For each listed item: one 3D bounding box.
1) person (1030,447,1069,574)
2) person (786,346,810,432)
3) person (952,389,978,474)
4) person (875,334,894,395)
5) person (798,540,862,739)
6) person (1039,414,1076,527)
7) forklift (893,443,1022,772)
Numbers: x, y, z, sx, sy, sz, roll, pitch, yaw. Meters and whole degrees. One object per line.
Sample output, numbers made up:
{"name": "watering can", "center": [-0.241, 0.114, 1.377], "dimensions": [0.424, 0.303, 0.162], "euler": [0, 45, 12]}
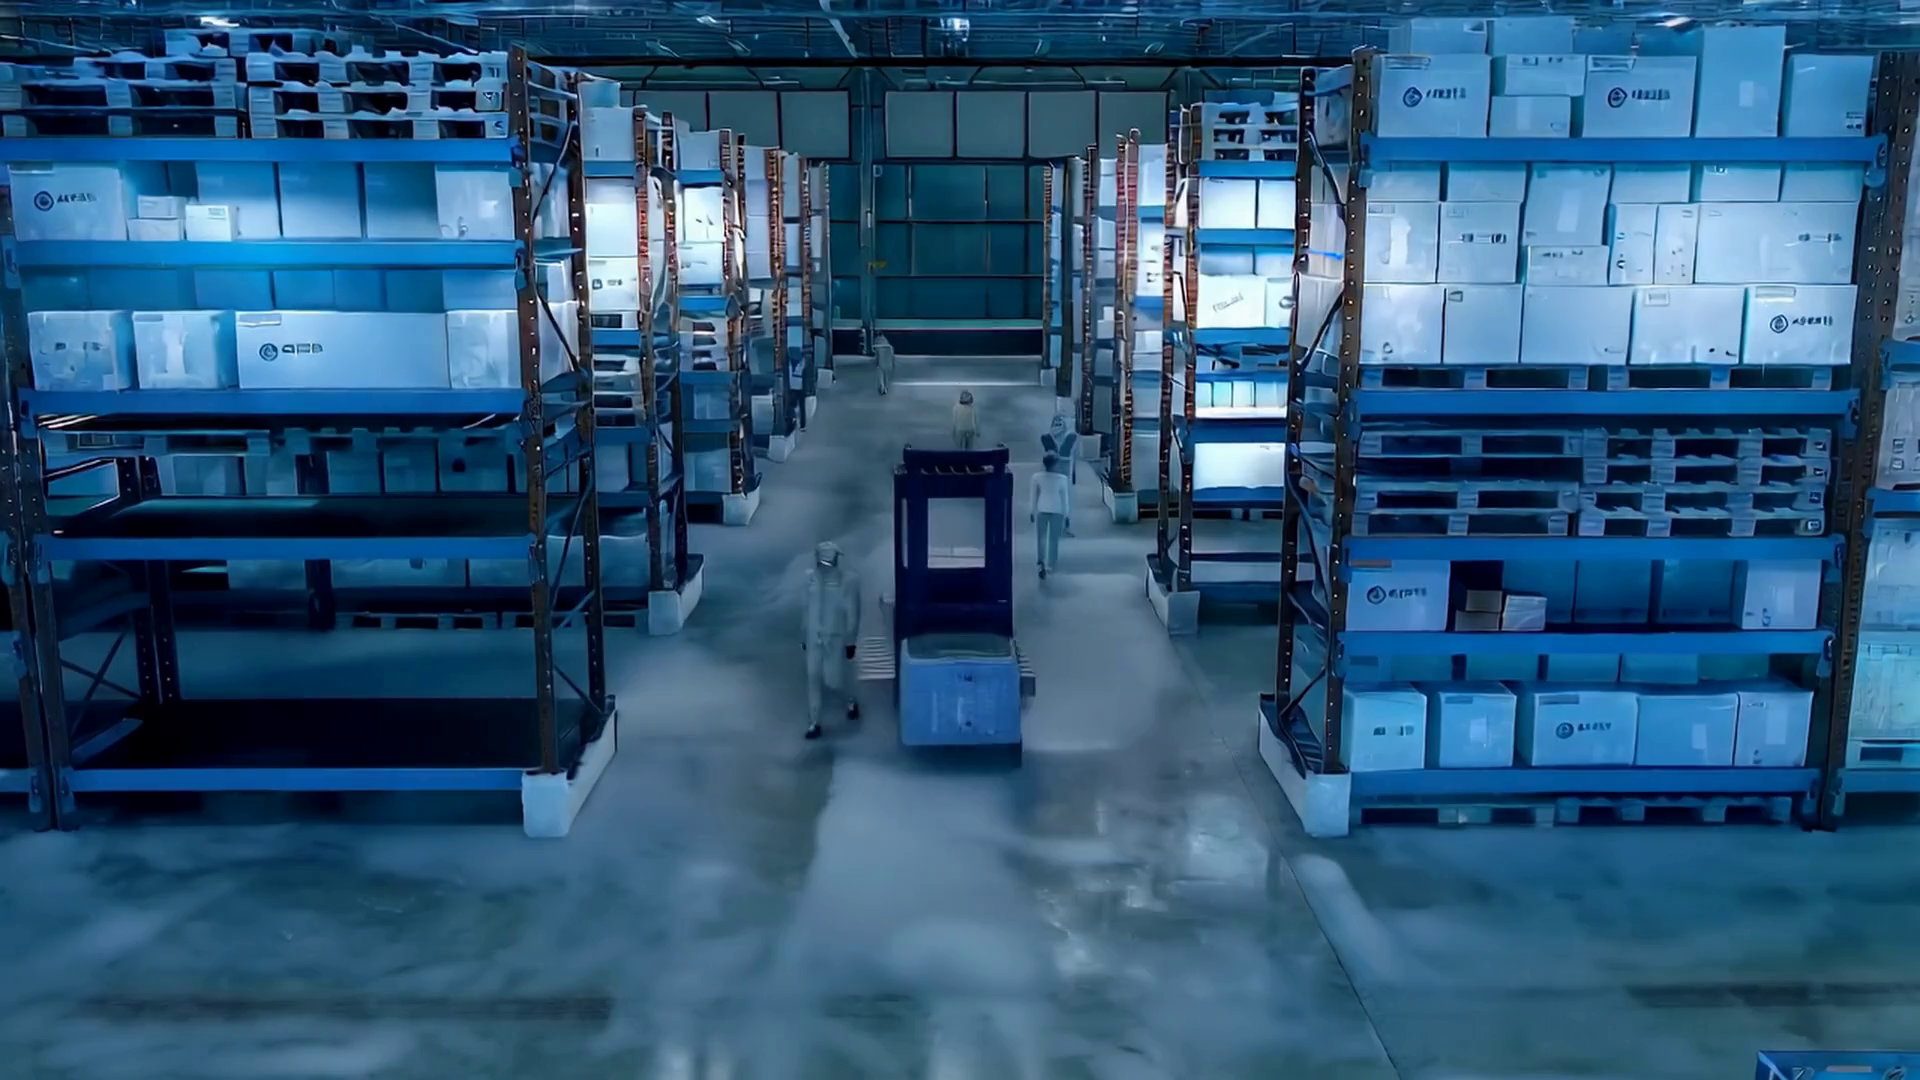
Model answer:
{"name": "person", "center": [1.208, -0.378, 22.394], "dimensions": [0.530, 1.751, 0.597], "euler": [1, 11, 4]}
{"name": "person", "center": [-3.582, -3.323, 36.581], "dimensions": [0.590, 1.913, 0.393], "euler": [4, 12, 21]}
{"name": "person", "center": [0.085, -2.038, 31.006], "dimensions": [0.514, 1.599, 0.827], "euler": [-3, 12, -13]}
{"name": "person", "center": [-1.970, -4.605, 43.644], "dimensions": [0.518, 1.618, 0.545], "euler": [-1, 11, -5]}
{"name": "person", "center": [-1.219, 0.898, 15.750], "dimensions": [0.646, 1.877, 0.718], "euler": [3, 12, 13]}
{"name": "person", "center": [1.480, -1.017, 25.353], "dimensions": [0.572, 1.830, 0.480], "euler": [0, 11, -1]}
{"name": "forklift", "center": [-0.037, 0.517, 15.136], "dimensions": [1.129, 2.768, 1.873], "euler": [-1, 11, -4]}
